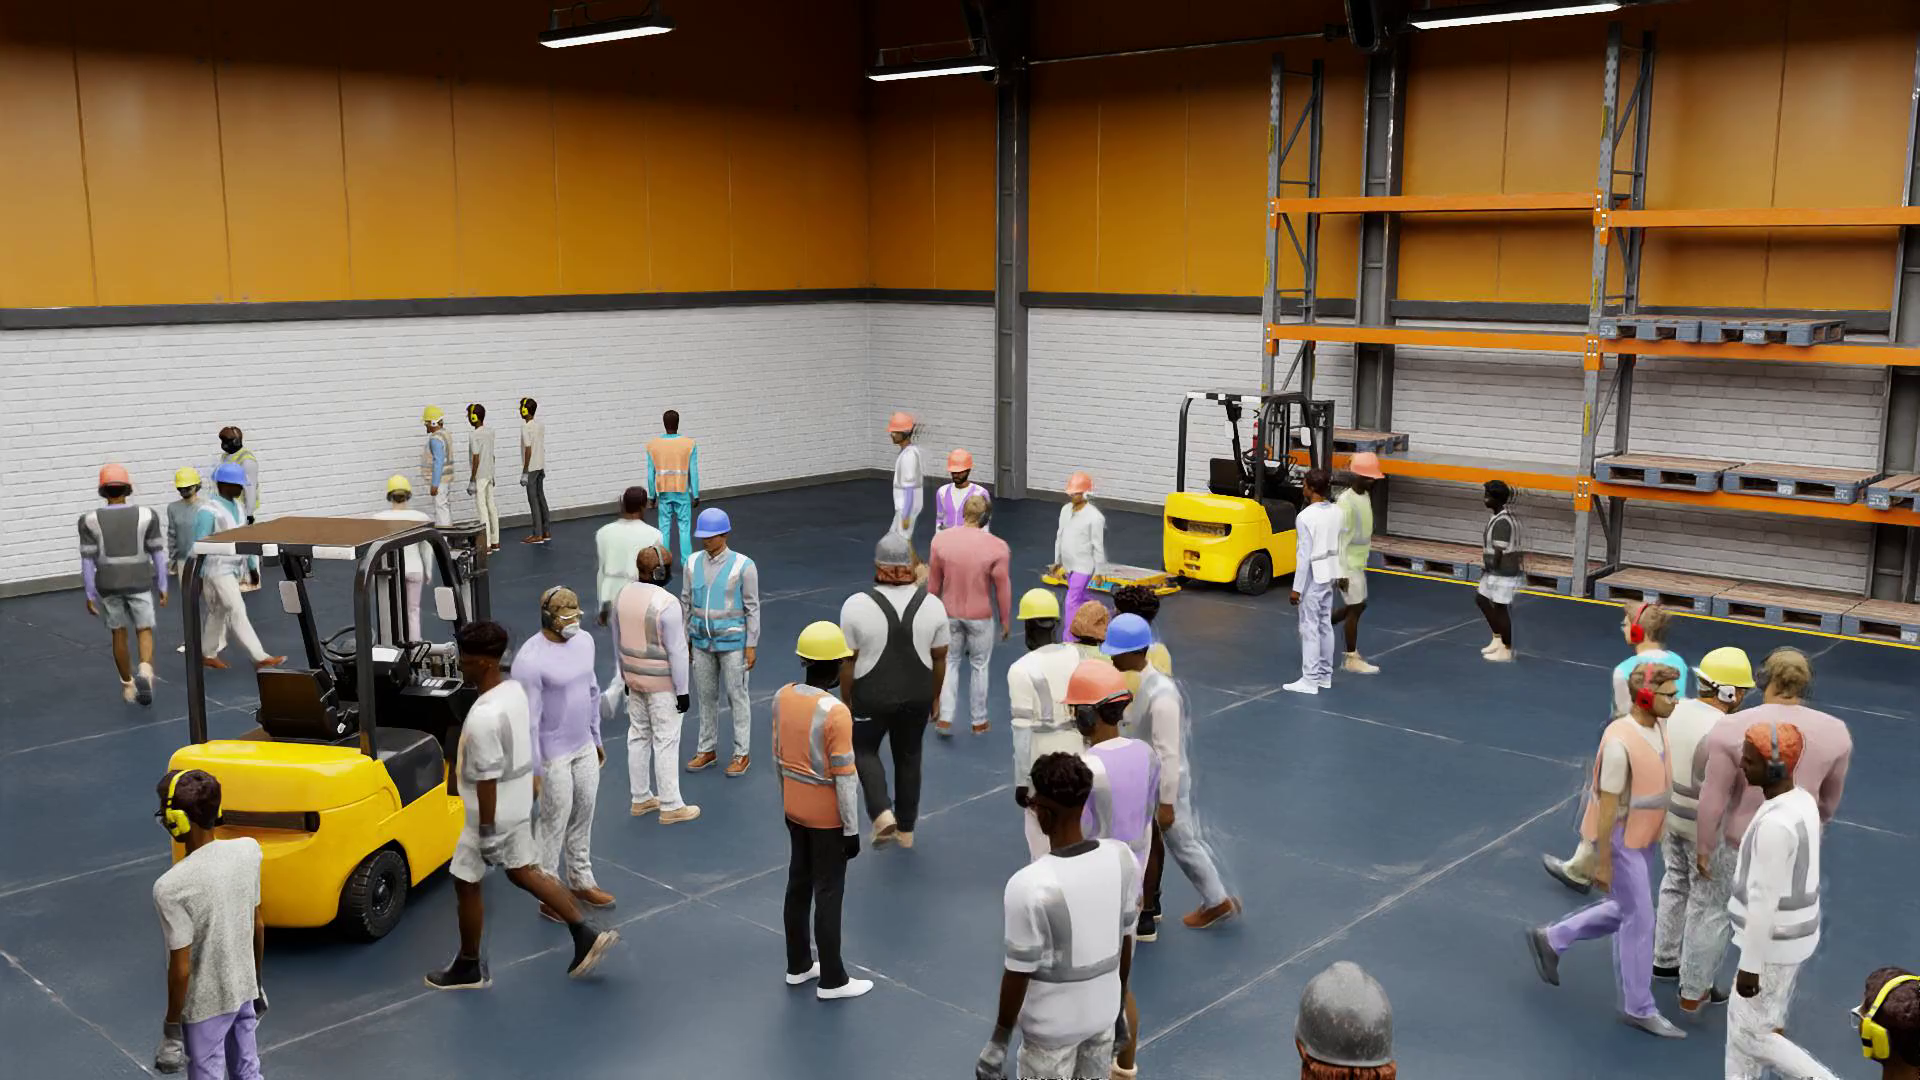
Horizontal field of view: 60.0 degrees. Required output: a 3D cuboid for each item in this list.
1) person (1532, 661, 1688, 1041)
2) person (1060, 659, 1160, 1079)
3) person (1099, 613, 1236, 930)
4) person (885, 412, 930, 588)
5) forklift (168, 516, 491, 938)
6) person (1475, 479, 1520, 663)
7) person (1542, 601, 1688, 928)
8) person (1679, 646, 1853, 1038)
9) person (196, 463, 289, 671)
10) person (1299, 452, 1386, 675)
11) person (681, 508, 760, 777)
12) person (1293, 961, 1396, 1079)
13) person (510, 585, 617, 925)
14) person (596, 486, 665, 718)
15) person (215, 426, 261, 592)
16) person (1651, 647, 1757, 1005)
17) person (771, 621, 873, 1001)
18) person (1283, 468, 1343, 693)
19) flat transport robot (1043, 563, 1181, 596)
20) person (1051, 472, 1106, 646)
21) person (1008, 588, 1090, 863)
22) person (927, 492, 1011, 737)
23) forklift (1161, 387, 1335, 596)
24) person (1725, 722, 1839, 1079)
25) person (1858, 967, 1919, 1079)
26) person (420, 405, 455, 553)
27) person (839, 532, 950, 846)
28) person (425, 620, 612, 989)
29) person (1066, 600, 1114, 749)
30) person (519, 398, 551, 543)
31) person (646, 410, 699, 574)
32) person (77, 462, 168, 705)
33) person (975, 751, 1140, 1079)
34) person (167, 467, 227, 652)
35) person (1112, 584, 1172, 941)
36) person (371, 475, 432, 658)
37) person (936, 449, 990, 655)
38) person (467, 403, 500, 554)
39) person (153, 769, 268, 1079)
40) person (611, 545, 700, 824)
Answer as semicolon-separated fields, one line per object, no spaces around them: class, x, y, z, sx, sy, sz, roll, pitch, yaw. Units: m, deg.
person;3.189;1.457;8.077;0.747;1.823;0.576;9;13;40
person;0.590;1.515;7.174;0.409;2.029;0.612;8;13;40
person;1.082;1.280;8.958;1.001;1.885;0.603;-6;11;-29
person;-0.585;-0.363;17.848;0.444;2.025;0.642;0;10;-2
forklift;-3.583;0.976;9.748;1.214;2.155;2.313;2;10;11
person;4.890;0.283;15.137;0.389;1.674;0.557;2;10;11
person;3.816;1.230;9.423;0.590;1.791;0.987;-6;11;-29
person;3.819;1.433;7.932;0.649;1.921;0.564;2;10;10
person;-6.386;0.266;14.672;1.001;1.882;0.632;1;10;7
person;3.397;0.198;14.726;0.714;2.007;0.638;6;12;31
person;-1.727;0.724;11.891;0.615;1.943;0.405;4;11;22
person;0.924;2.030;4.187;0.683;2.000;0.536;-1;10;-6
person;-2.222;1.191;9.304;0.391;1.928;0.635;4;11;24
person;-2.682;0.519;13.290;0.604;1.881;0.721;3;11;19
person;-7.943;-0.347;18.320;0.640;1.831;0.429;10;14;44
person;3.717;1.419;8.303;0.403;1.819;0.602;-2;10;-10
person;-0.699;1.352;8.368;0.369;1.926;0.591;-9;13;-42
person;3.022;0.347;14.125;0.388;1.917;0.594;9;13;42
flat transport robot;1.671;0.425;18.362;1.431;0.197;0.652;9;14;43
person;1.149;0.208;15.462;0.825;1.724;0.558;-6;12;-30
person;0.547;1.227;9.194;0.677;1.894;0.624;9;13;41
person;0.083;0.581;12.765;0.655;1.923;0.480;3;11;19
forklift;3.298;-0.608;18.767;1.214;2.155;2.313;9;13;42
person;3.409;1.663;6.811;0.737;1.860;0.588;7;12;34
person;2.496;2.065;4.510;0.516;1.861;0.321;-1;10;-8
person;-6.492;-0.760;20.673;0.404;1.830;0.588;-2;10;-9
person;-0.426;0.937;10.408;0.698;2.000;0.567;-3;10;-18
person;-2.267;1.342;8.401;0.889;1.939;0.616;1;10;6
person;0.803;1.174;10.222;0.282;1.633;0.500;-10;14;-44
person;-5.473;-0.890;21.301;0.310;1.868;0.532;2;10;13
person;-3.313;-0.544;19.224;0.587;1.911;0.397;0;10;0
person;-6.834;0.383;13.609;0.624;2.027;0.731;-5;11;-27
person;0.375;1.732;6.100;0.648;1.962;0.366;-9;13;-40
person;-7.124;0.190;15.481;0.526;1.758;0.343;2;10;10
person;0.973;1.208;9.075;0.372;1.966;0.603;3;11;18
person;-5.010;0.286;14.931;0.548;1.751;0.394;-5;11;-28
person;0.013;0.112;15.431;0.544;1.930;0.388;5;11;25
person;-5.922;-0.757;20.557;0.329;1.866;0.514;2;10;13
person;-2.814;1.756;6.256;0.329;1.865;0.508;3;10;16
person;-1.993;0.942;10.954;0.637;1.840;0.429;8;13;39
